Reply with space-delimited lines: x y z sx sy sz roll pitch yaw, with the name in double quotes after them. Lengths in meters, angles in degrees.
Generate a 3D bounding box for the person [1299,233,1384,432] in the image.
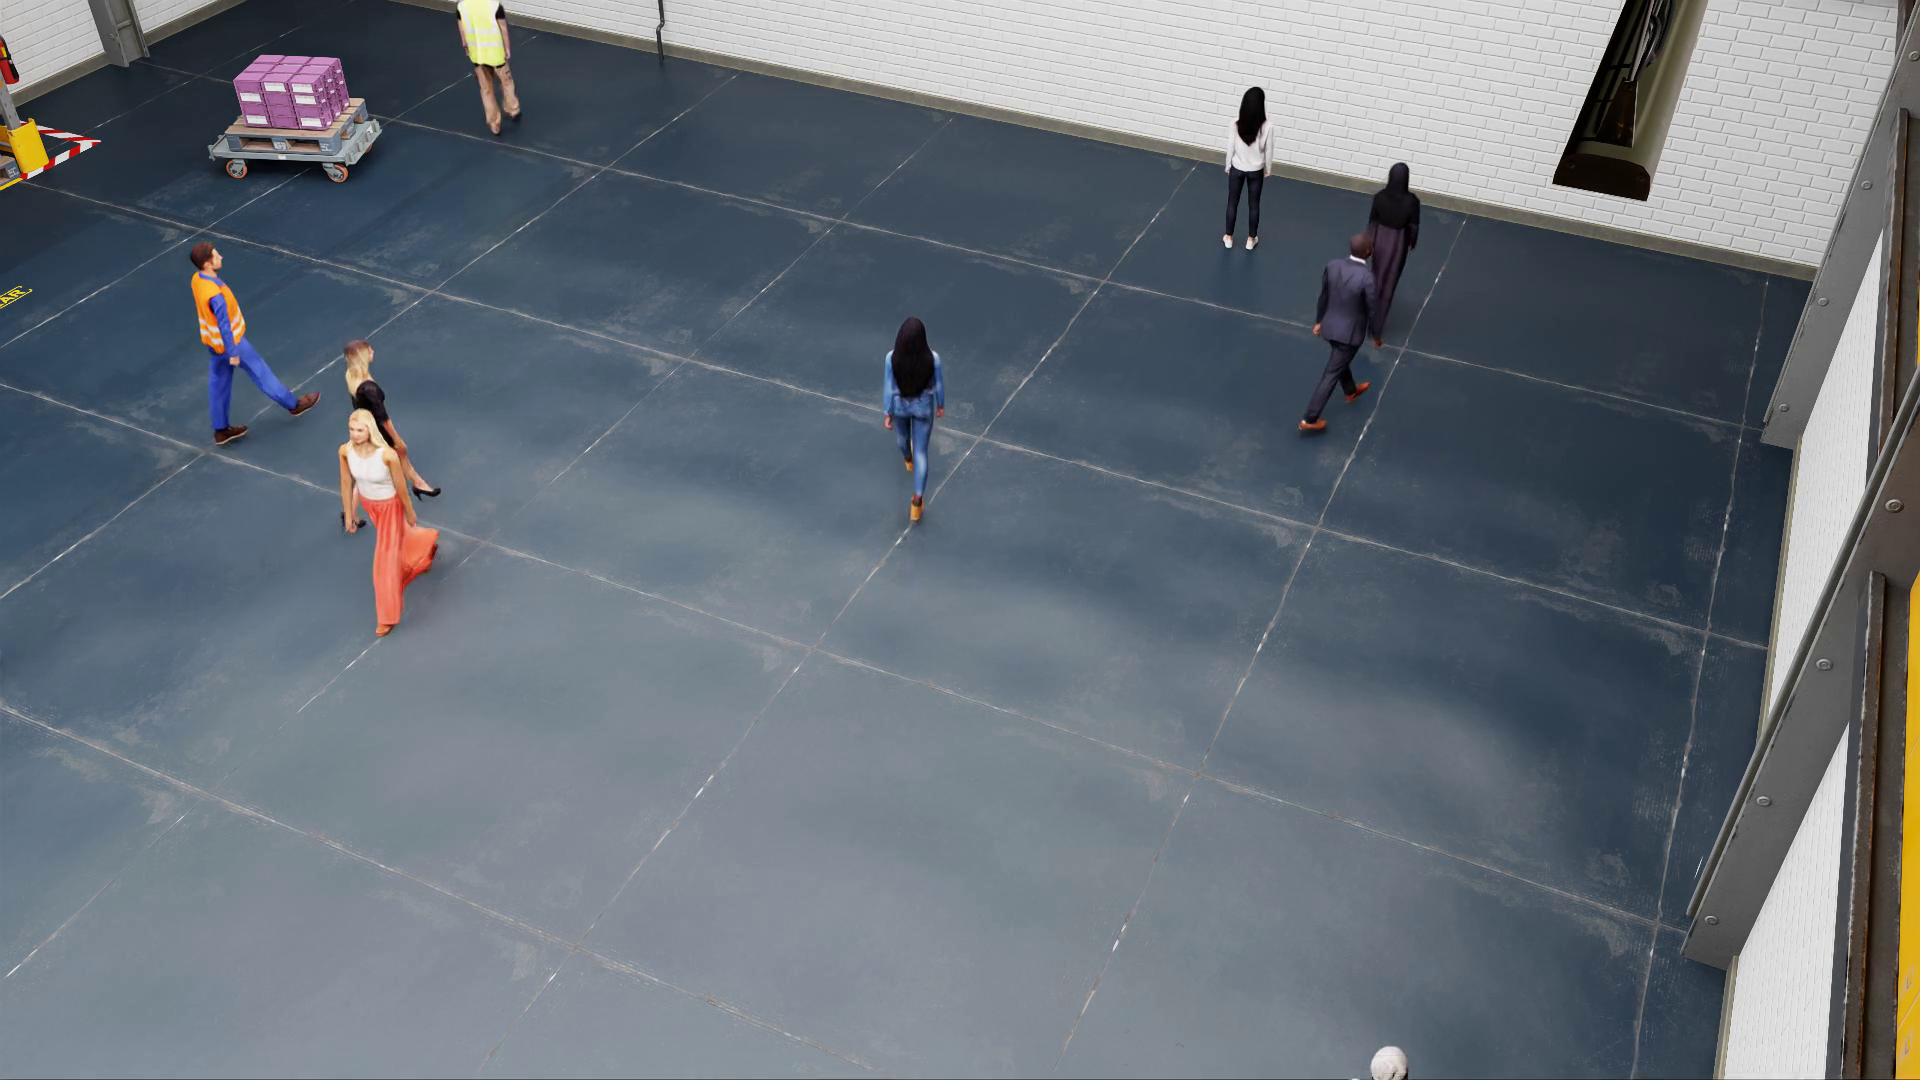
3.194 -1.707 14.072 1.288 1.778 1.105 -22 43 -25 "person"

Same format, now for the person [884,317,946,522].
-0.366 -0.935 13.199 0.931 1.661 1.270 3 39 3 "person"

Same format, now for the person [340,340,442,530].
-4.664 -0.784 13.033 1.143 1.631 0.922 -24 45 -27 "person"

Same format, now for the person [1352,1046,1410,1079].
2.011 3.074 8.197 0.686 1.639 0.900 25 45 28 "person"

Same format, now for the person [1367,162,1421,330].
3.989 -2.727 15.485 0.678 1.608 1.142 21 43 24 "person"

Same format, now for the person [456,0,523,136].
-5.319 -5.441 18.708 0.949 1.828 1.040 -6 39 -8 "person"

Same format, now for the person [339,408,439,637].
-4.201 -0.253 12.265 0.774 1.760 1.257 9 40 11 "person"

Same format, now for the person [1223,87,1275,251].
2.875 -3.718 16.653 0.668 1.700 0.632 7 39 9 "person"

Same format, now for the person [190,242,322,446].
-6.215 -1.609 13.916 1.286 1.819 1.027 -29 47 -31 "person"
